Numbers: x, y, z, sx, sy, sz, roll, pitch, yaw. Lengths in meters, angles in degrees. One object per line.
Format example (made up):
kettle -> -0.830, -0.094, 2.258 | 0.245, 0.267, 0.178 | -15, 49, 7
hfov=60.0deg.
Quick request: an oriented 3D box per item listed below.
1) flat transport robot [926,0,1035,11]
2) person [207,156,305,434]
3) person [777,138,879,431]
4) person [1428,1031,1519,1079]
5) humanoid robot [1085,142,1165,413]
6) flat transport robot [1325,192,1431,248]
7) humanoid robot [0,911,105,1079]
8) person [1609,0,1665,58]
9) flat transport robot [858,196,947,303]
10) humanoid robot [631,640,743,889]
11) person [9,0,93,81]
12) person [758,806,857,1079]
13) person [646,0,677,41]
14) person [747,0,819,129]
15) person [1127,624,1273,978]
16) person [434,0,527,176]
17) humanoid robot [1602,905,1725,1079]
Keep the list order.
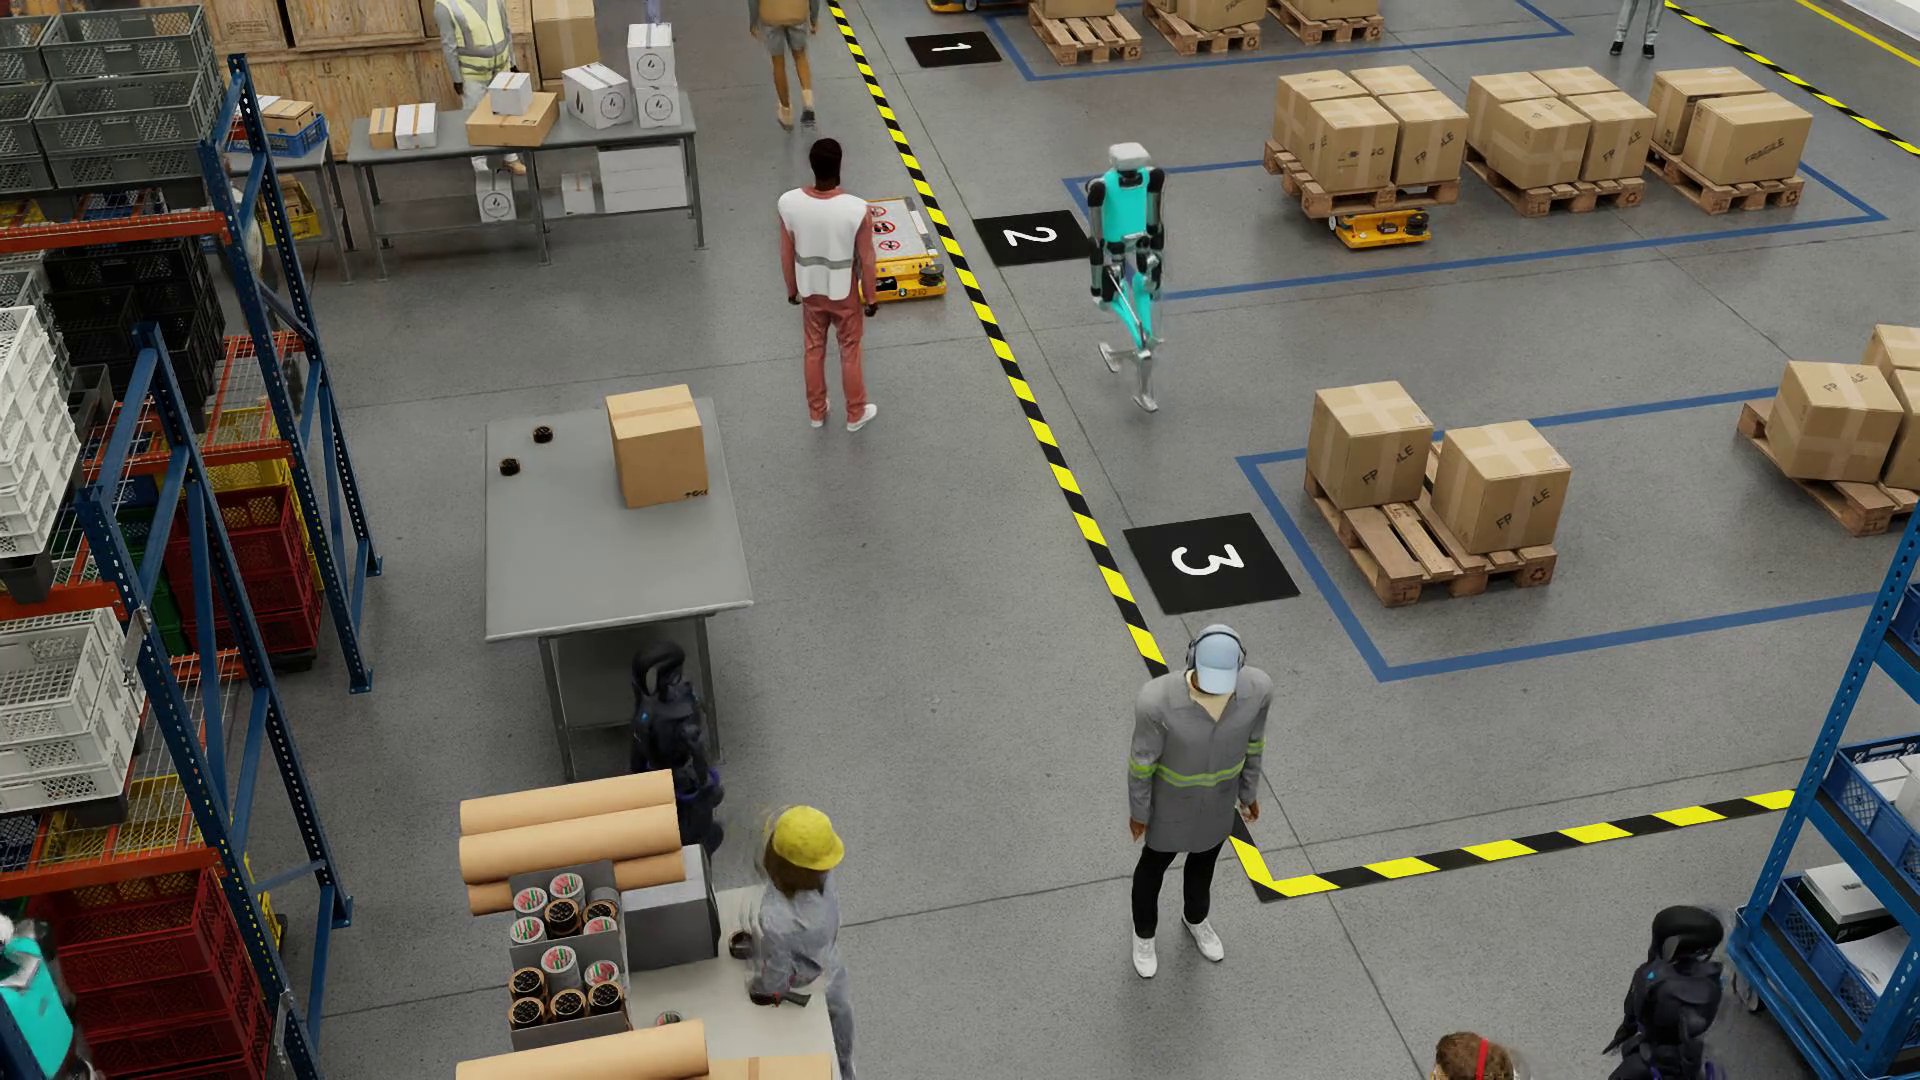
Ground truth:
flat transport robot -> 0.351, -5.719, 17.217 | 1.431, 0.197, 0.652 | -8, 37, -10
person -> -4.400, -1.538, 10.310 | 0.366, 1.834, 0.521 | -15, 39, -19
person -> -0.799, -1.538, 10.241 | 0.595, 1.914, 0.374 | 9, 37, 11
person -> 1.611, 2.204, 5.316 | 0.966, 1.800, 0.567 | 18, 40, 23
humanoid robot -> 1.124, -1.581, 10.445 | 0.530, 1.730, 1.021 | -16, 40, -21
flat transport robot -> 3.134, -2.740, 13.213 | 0.652, 0.197, 1.431 | -8, 37, -10
humanoid robot -> -3.380, 1.978, 5.731 | 0.840, 1.840, 0.549 | 0, 37, 0
person -> 6.528, -5.433, 15.554 | 0.588, 1.821, 0.404 | 11, 38, 14
flat transport robot -> -0.570, -2.220, 12.538 | 0.659, 0.231, 1.431 | -8, 37, -10
humanoid robot -> -1.136, 1.097, 6.921 | 0.486, 1.644, 0.608 | -26, 44, -31
person -> -7.412, -4.086, 13.648 | 0.550, 1.934, 0.371 | -7, 37, -9
person -> -0.641, 1.589, 6.201 | 0.652, 1.720, 0.483 | 10, 38, 13
person -> -2.918, -5.705, 15.987 | 0.380, 1.739, 0.633 | -6, 37, -7
person -> -1.491, -4.466, 14.086 | 0.607, 2.027, 0.504 | -10, 38, -14
person -> 0.964, 1.065, 6.800 | 0.587, 1.848, 0.396 | -9, 37, -11
person -> -3.797, -3.755, 13.286 | 0.431, 1.840, 0.623 | 30, 46, 34
humanoid robot -> 2.411, 1.892, 5.861 | 0.761, 1.623, 0.608 | 3, 37, 5
